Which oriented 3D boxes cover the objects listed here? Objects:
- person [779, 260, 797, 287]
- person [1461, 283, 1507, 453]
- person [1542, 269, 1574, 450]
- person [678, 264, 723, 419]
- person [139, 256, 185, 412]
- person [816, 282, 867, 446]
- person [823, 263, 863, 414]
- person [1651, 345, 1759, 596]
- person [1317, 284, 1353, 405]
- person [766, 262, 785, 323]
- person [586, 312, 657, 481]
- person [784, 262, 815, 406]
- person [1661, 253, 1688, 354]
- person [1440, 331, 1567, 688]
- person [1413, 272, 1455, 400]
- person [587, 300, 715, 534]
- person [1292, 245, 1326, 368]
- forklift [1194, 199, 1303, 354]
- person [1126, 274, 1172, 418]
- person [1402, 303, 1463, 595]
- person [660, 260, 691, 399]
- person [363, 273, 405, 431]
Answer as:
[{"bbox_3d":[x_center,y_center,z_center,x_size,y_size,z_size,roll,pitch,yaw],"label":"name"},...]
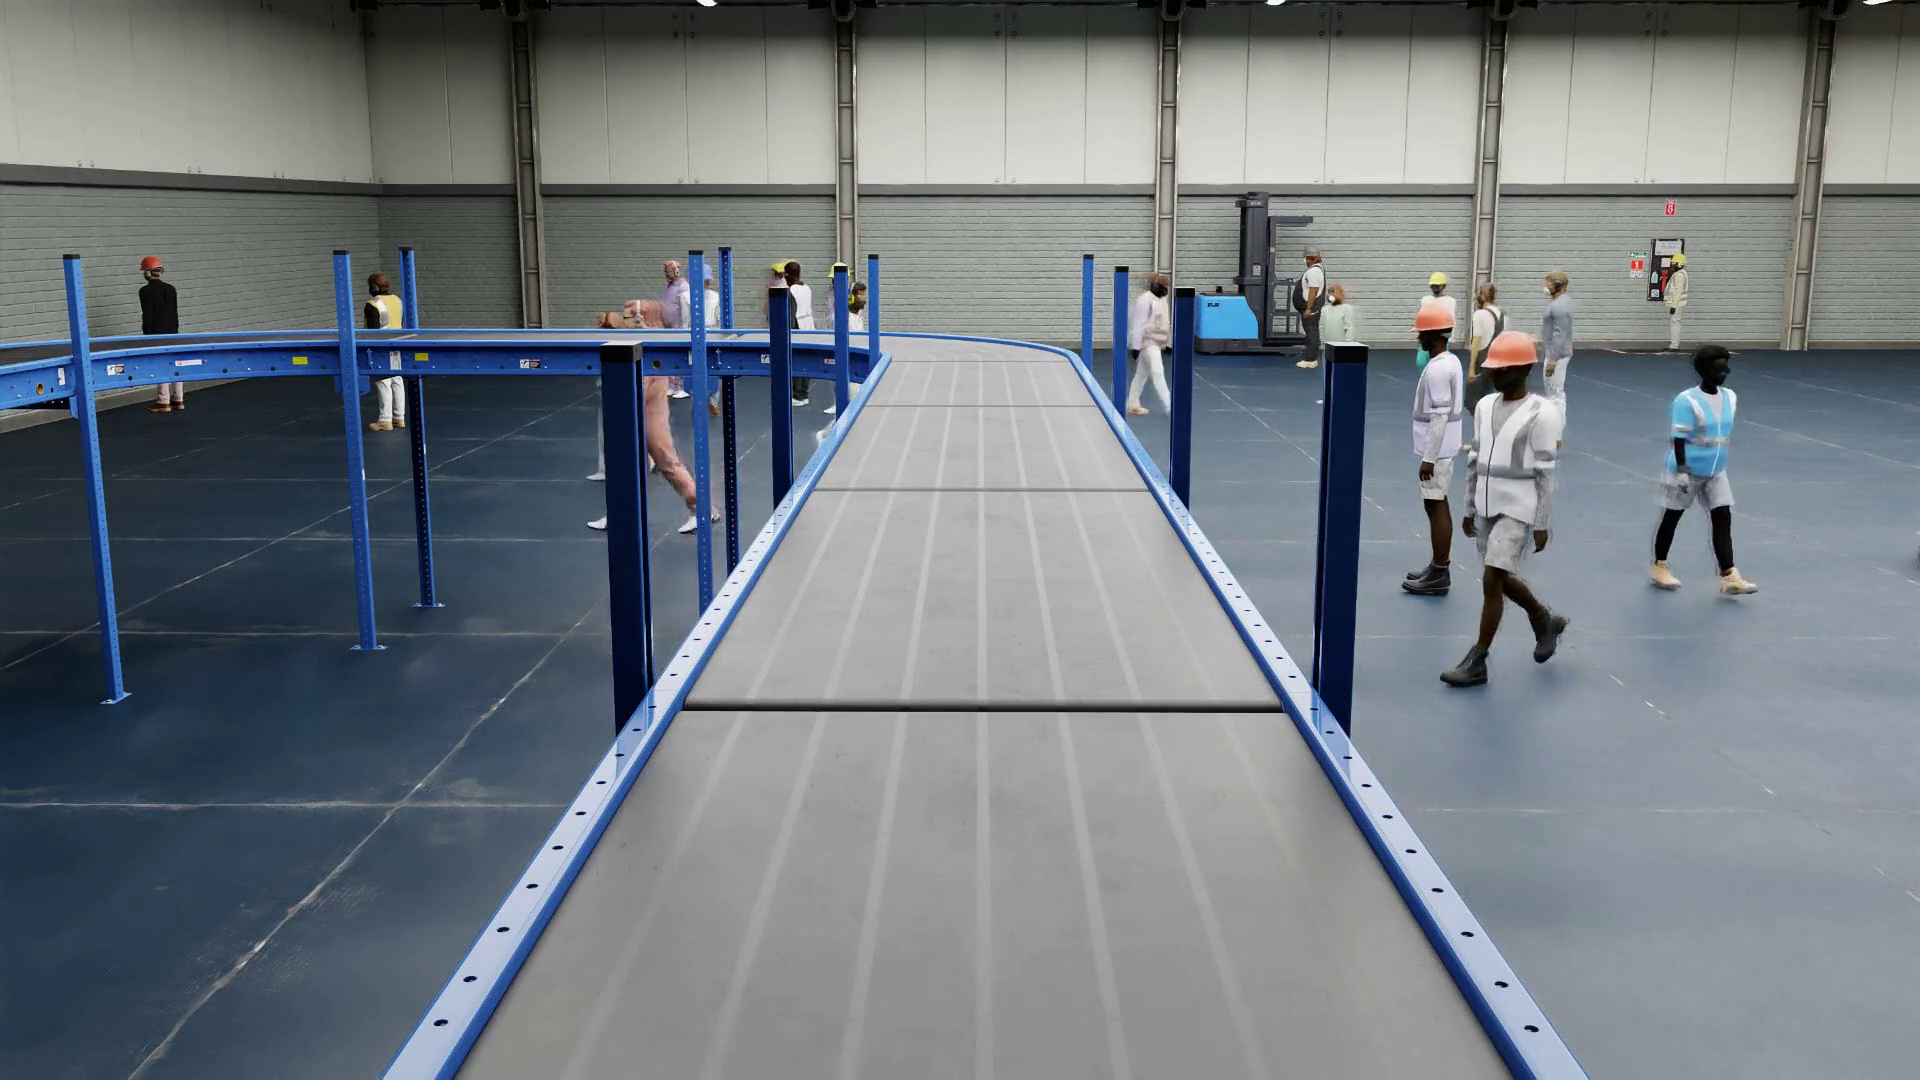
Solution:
[{"bbox_3d":[-2.710,-3.683,27.276,0.880,1.786,0.613,-1,11,-3],"label":"person"},{"bbox_3d":[5.575,-1.803,17.585,0.575,1.808,0.538,-7,13,-33],"label":"person"},{"bbox_3d":[6.458,-1.962,18.071,0.371,1.940,0.627,4,12,21],"label":"person"},{"bbox_3d":[-3.186,-2.444,20.588,0.608,1.928,0.510,-7,13,-32],"label":"person"},{"bbox_3d":[-10.394,-2.673,21.579,0.396,1.992,0.623,3,11,14],"label":"person"},{"bbox_3d":[-1.147,-1.698,16.939,0.558,1.853,0.536,4,12,18],"label":"person"},{"bbox_3d":[-1.496,-2.542,21.079,0.594,1.925,0.369,10,15,42],"label":"person"},{"bbox_3d":[4.954,-0.451,11.016,0.550,1.655,0.820,-4,12,-19],"label":"person"},{"bbox_3d":[5.107,-2.655,22.458,0.501,1.614,0.653,9,14,40],"label":"person"},{"bbox_3d":[-2.972,-3.769,27.863,0.803,1.733,0.554,-5,12,-23],"label":"person"},{"bbox_3d":[-3.224,-1.361,15.820,0.645,1.616,0.520,1,11,7],"label":"person"},{"bbox_3d":[-2.183,-2.767,22.293,0.432,1.909,0.595,4,12,18],"label":"person"},{"bbox_3d":[13.145,-4.345,30.586,0.404,1.834,0.588,5,12,26],"label":"person"},{"bbox_3d":[3.013,-0.186,9.036,0.880,1.909,0.555,-5,12,-25],"label":"person"},{"bbox_3d":[6.438,-2.746,22.554,0.356,1.762,0.549,-11,15,-43],"label":"person"},{"bbox_3d":[-2.454,-0.975,13.225,0.999,1.861,0.652,-2,11,-11],"label":"person"},{"bbox_3d":[5.843,-3.907,27.913,0.536,2.000,0.691,4,12,18],"label":"person"},{"bbox_3d":[5.313,-4.851,30.603,1.873,2.768,1.129,0,11,1],"label":"forklift"},{"bbox_3d":[2.489,-2.435,20.881,0.964,1.779,0.717,6,12,27],"label":"person"},{"bbox_3d":[3.160,-0.612,11.144,0.374,1.934,0.549,5,12,24],"label":"person"},{"bbox_3d":[-3.969,-2.931,23.146,0.410,1.905,0.641,-8,13,-35],"label":"person"},{"bbox_3d":[-6.836,-2.232,19.711,0.429,1.844,0.624,3,11,15],"label":"person"}]
